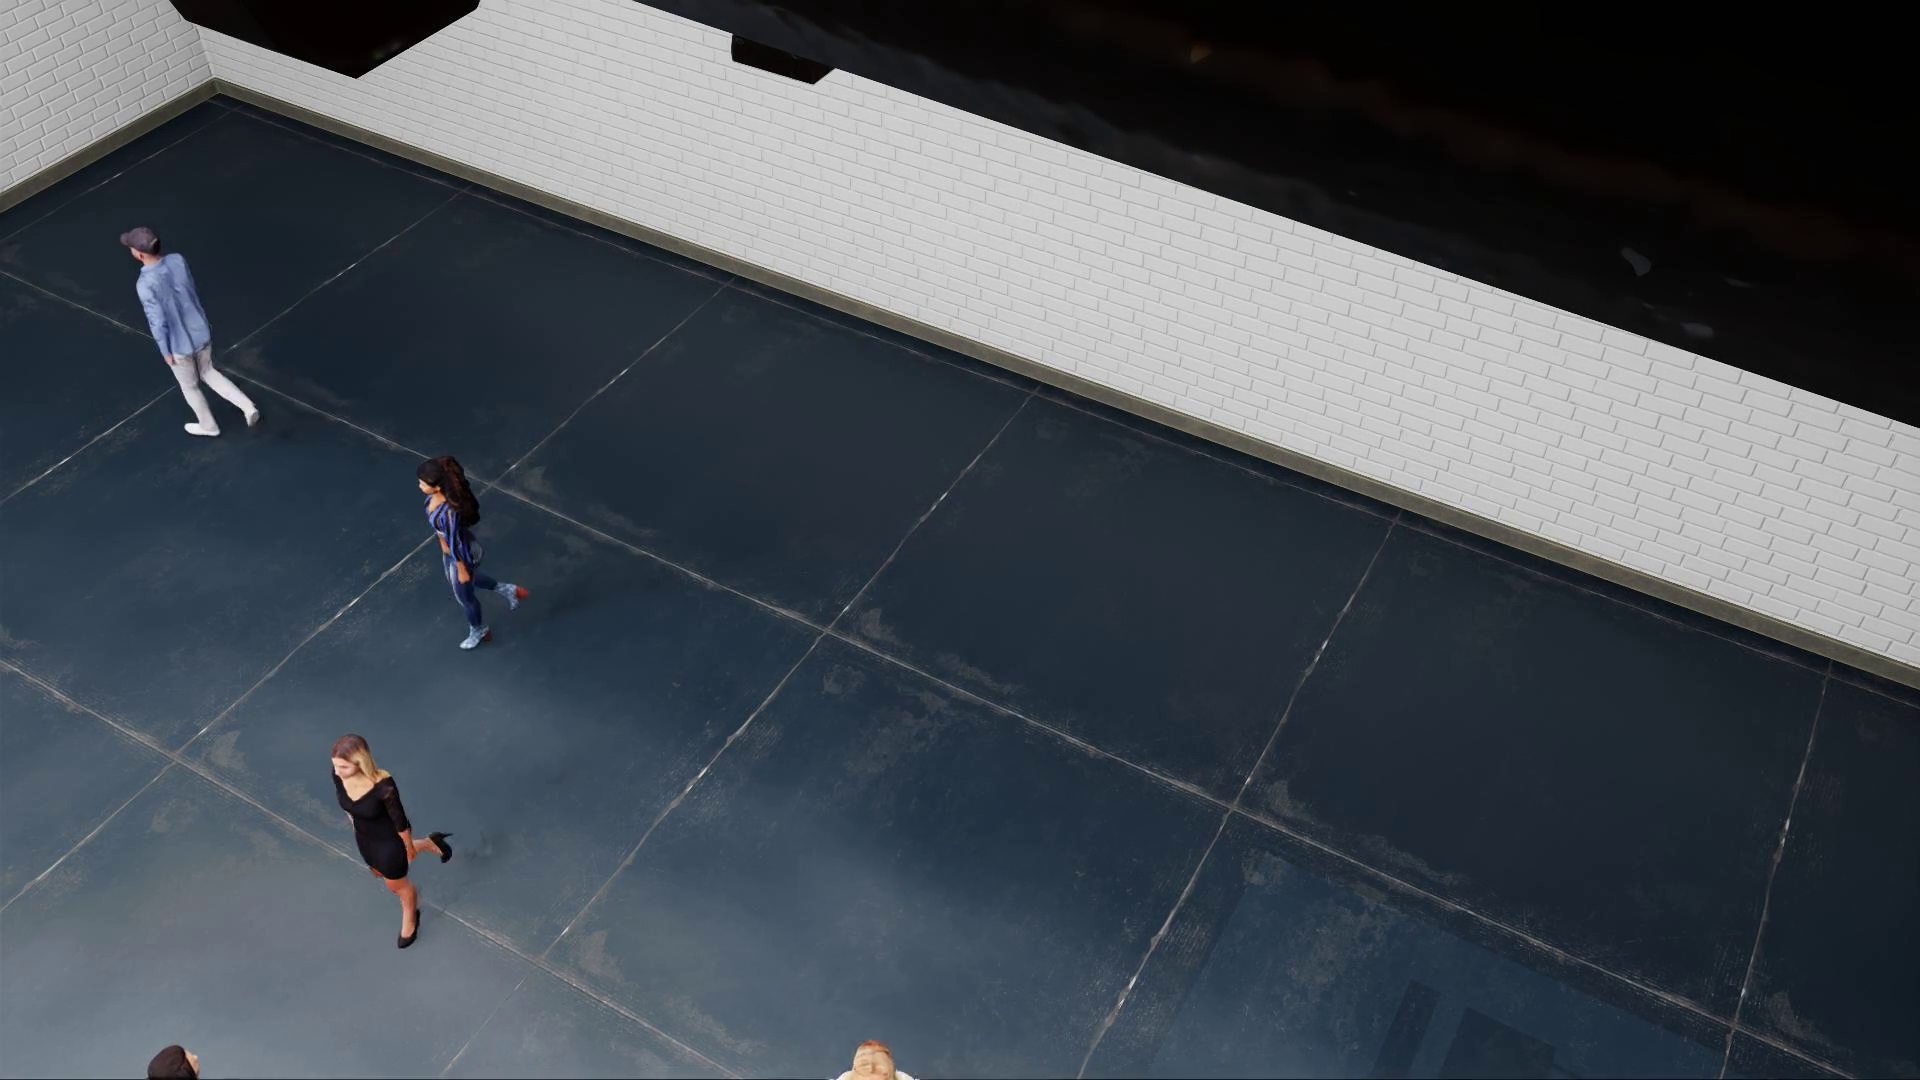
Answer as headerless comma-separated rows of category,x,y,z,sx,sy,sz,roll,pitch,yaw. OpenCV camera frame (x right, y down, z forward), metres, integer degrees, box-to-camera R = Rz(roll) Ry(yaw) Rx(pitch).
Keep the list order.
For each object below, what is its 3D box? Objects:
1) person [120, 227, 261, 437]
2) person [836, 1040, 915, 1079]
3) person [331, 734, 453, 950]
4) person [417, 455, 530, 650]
person,-5.641,-1.485,12.223,0.804,1.874,0.860,15,46,15
person,-0.400,2.763,7.839,1.026,1.768,1.164,-4,44,-5
person,-3.111,1.580,9.160,0.599,1.660,0.878,17,46,17
person,-3.167,0.068,10.783,0.901,1.610,0.821,-19,47,-19
